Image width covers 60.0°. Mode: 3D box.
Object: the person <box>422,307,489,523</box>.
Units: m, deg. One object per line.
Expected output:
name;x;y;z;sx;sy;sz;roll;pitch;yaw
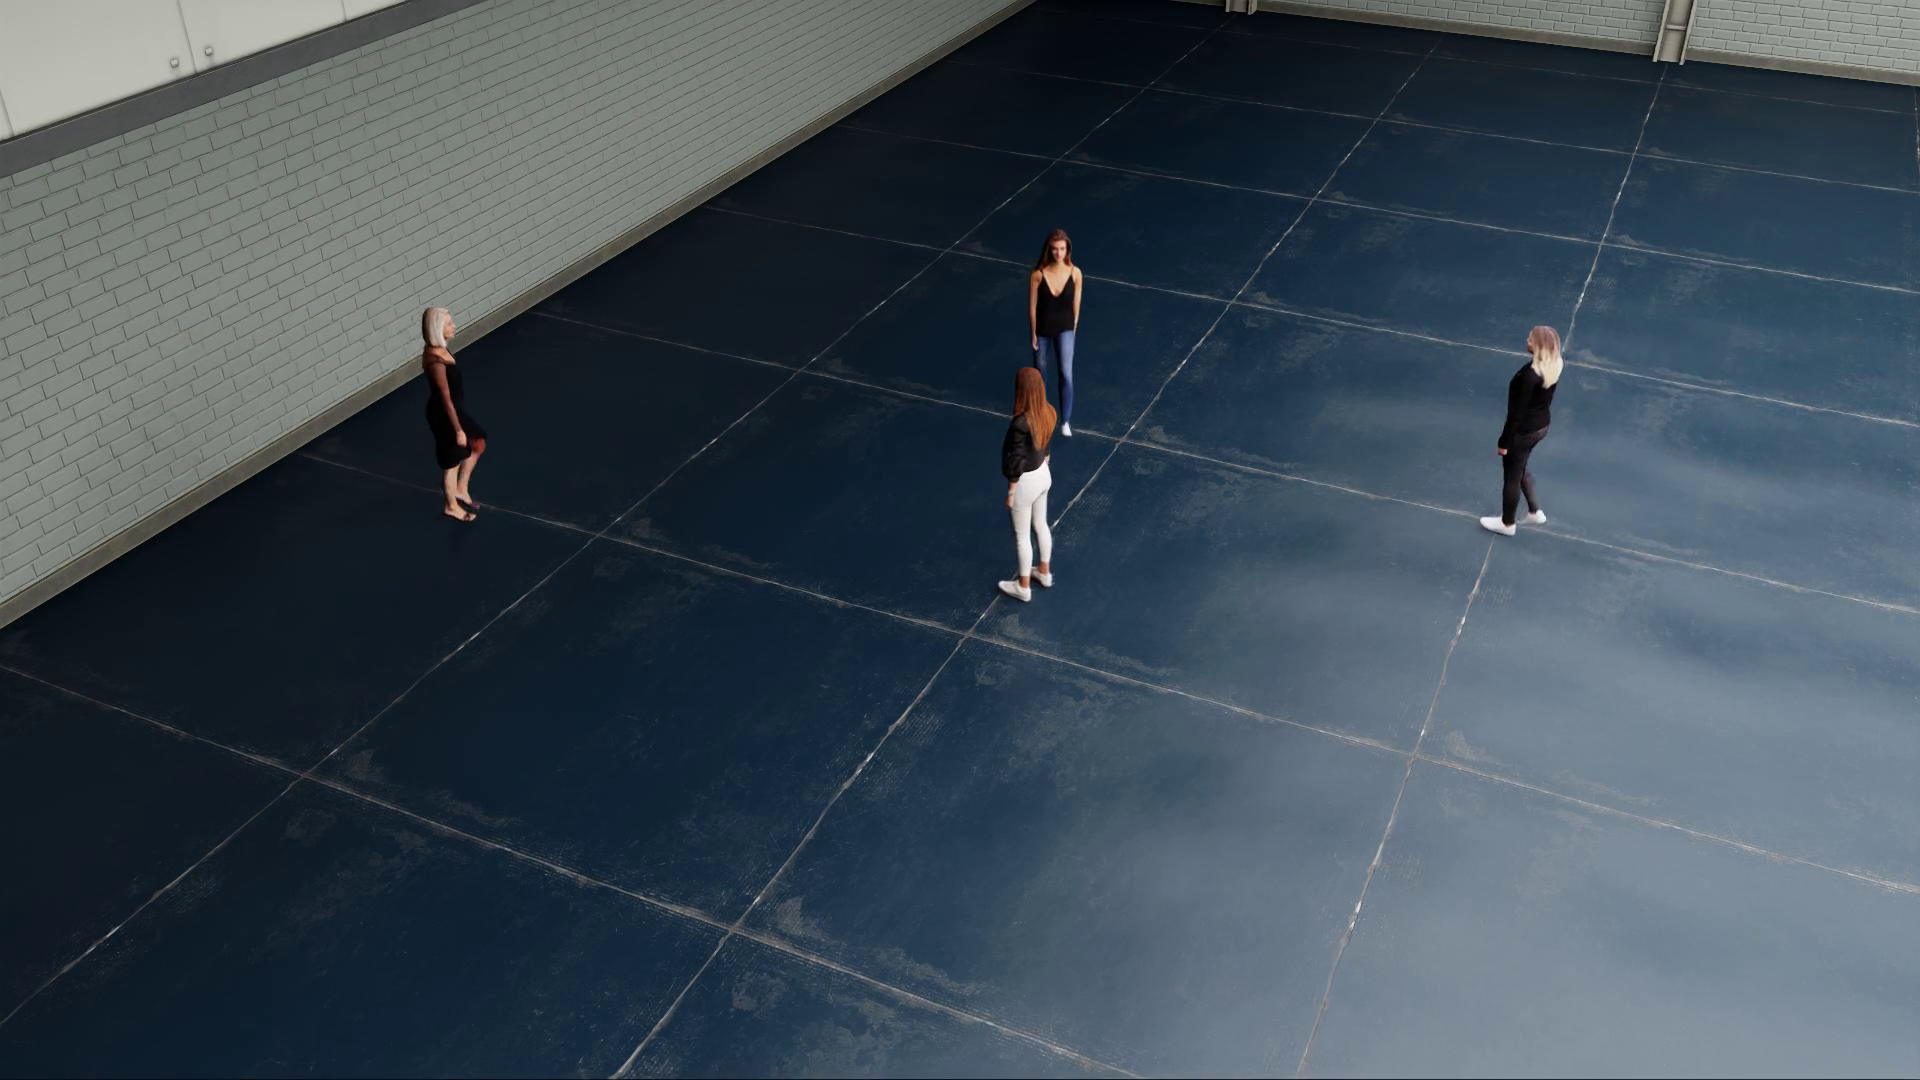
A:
person;-3.770;-0.871;11.973;0.799;1.731;0.759;-5;33;-8

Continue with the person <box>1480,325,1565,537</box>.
person;4.092;-0.729;11.796;0.785;1.680;0.738;27;41;35

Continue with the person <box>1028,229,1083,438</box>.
person;0.732;-1.706;13.352;1.077;1.672;0.951;0;32;-1

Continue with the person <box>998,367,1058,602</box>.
person;0.473;-0.383;11.229;0.580;1.699;0.621;21;38;30
